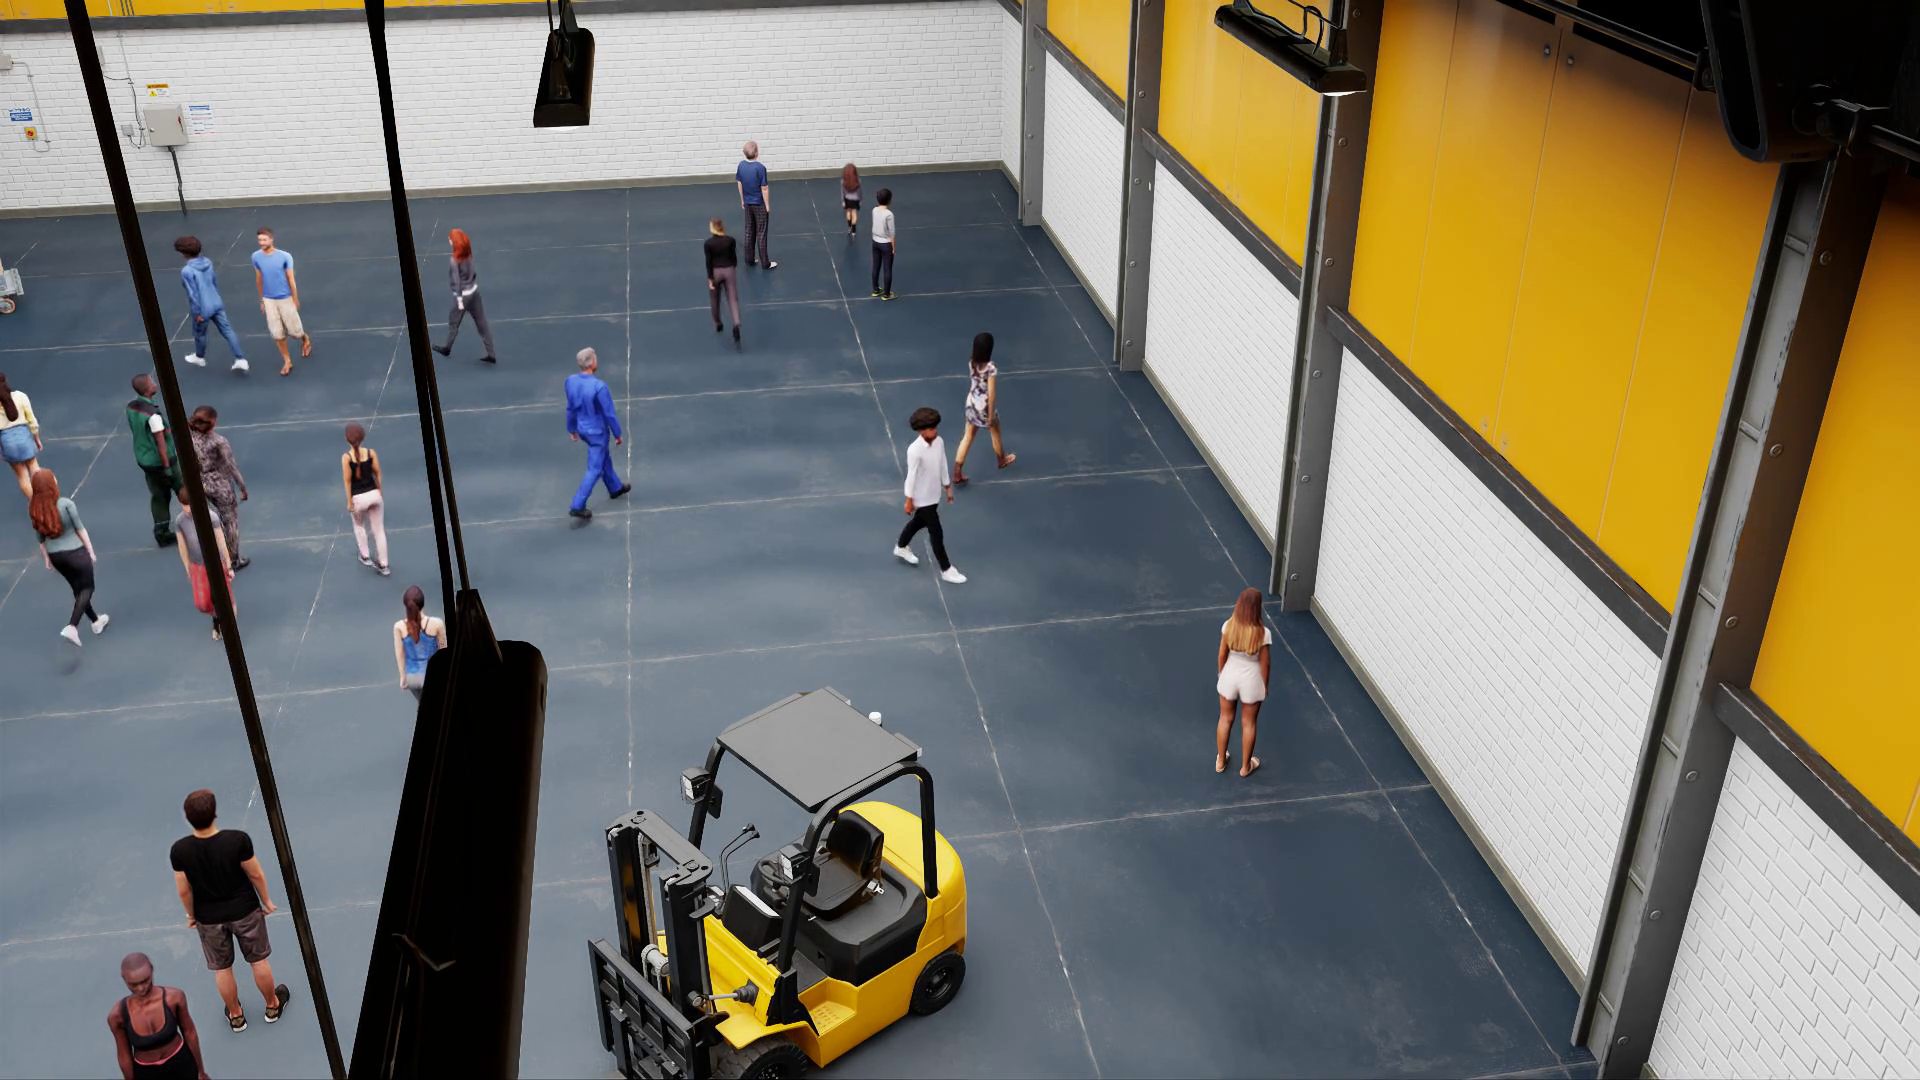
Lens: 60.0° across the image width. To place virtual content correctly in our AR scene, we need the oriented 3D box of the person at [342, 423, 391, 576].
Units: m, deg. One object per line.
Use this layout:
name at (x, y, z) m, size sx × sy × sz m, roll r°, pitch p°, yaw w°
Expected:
person at (-5.777, -0.359, 16.232) m, size 0.744 × 1.533 × 0.873 m, roll -21°, pitch 35°, yaw -34°

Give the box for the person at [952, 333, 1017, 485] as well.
person at (0.159, -1.379, 17.945) m, size 1.157 × 1.684 × 1.111 m, roll 25°, pitch 37°, yaw 38°

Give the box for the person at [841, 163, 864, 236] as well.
person at (-1.665, -5.243, 25.660) m, size 0.574 × 1.079 × 0.825 m, roll 1°, pitch 29°, yaw 1°

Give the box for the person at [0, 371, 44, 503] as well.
person at (-9.785, -0.975, 17.270) m, size 0.743 × 1.621 × 0.764 m, roll -23°, pitch 36°, yaw -35°

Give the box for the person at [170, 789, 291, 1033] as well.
person at (-4.778, 2.407, 10.819) m, size 0.728 × 1.861 × 0.630 m, roll -10°, pitch 30°, yaw -18°

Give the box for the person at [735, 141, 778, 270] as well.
person at (-2.973, -4.867, 24.144) m, size 0.738 × 1.872 × 0.764 m, roll 14°, pitch 32°, yaw 24°

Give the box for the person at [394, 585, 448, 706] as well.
person at (-4.305, 1.148, 13.433) m, size 0.589 × 1.569 × 1.047 m, roll -4°, pitch 29°, yaw -8°

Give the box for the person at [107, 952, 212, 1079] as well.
person at (-4.618, 3.087, 9.675) m, size 0.650 × 1.763 × 0.647 m, roll -17°, pitch 33°, yaw -28°

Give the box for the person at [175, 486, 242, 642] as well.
person at (-6.789, 0.203, 15.094) m, size 0.593 × 1.638 × 0.679 m, roll -6°, pitch 29°, yaw -11°

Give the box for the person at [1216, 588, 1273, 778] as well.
person at (2.256, 1.133, 13.327) m, size 0.666 × 1.696 × 0.700 m, roll 12°, pitch 31°, yaw 21°

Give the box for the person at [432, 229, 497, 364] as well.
person at (-6.121, -3.015, 20.893) m, size 1.048 × 1.733 × 1.137 m, roll 10°, pitch 30°, yaw 17°

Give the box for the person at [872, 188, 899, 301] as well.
person at (-1.077, -4.119, 23.109) m, size 0.597 × 1.550 × 0.674 m, roll 22°, pitch 36°, yaw 35°

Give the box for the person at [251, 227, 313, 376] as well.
person at (-8.499, -3.033, 20.806) m, size 0.713 × 1.848 × 0.929 m, roll -1°, pitch 29°, yaw -1°

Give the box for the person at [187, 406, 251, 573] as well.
person at (-7.314, -0.472, 16.266) m, size 0.793 × 1.700 × 0.799 m, roll 10°, pitch 30°, yaw 18°

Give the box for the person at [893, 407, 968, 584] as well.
person at (-0.395, -0.470, 16.195) m, size 1.202 × 1.764 × 1.148 m, roll 19°, pitch 34°, yaw 30°

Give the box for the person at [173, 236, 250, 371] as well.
person at (-9.265, -2.880, 20.623) m, size 1.190 × 1.755 × 1.248 m, roll 12°, pitch 31°, yaw 21°

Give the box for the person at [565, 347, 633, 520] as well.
person at (-3.858, -1.069, 17.272) m, size 1.235 × 1.785 × 1.287 m, roll 19°, pitch 34°, yaw 31°

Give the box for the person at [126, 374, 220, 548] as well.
person at (-8.104, -0.763, 16.675) m, size 1.033 × 1.820 × 1.087 m, roll 19°, pitch 34°, yaw 31°

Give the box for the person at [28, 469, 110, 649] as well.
person at (-8.069, 0.195, 15.014) m, size 0.698 × 1.728 × 1.026 m, roll -1°, pitch 29°, yaw -1°

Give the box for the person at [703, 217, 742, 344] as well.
person at (-3.046, -3.344, 21.598) m, size 0.704 × 1.636 × 1.078 m, roll -9°, pitch 30°, yaw -17°
